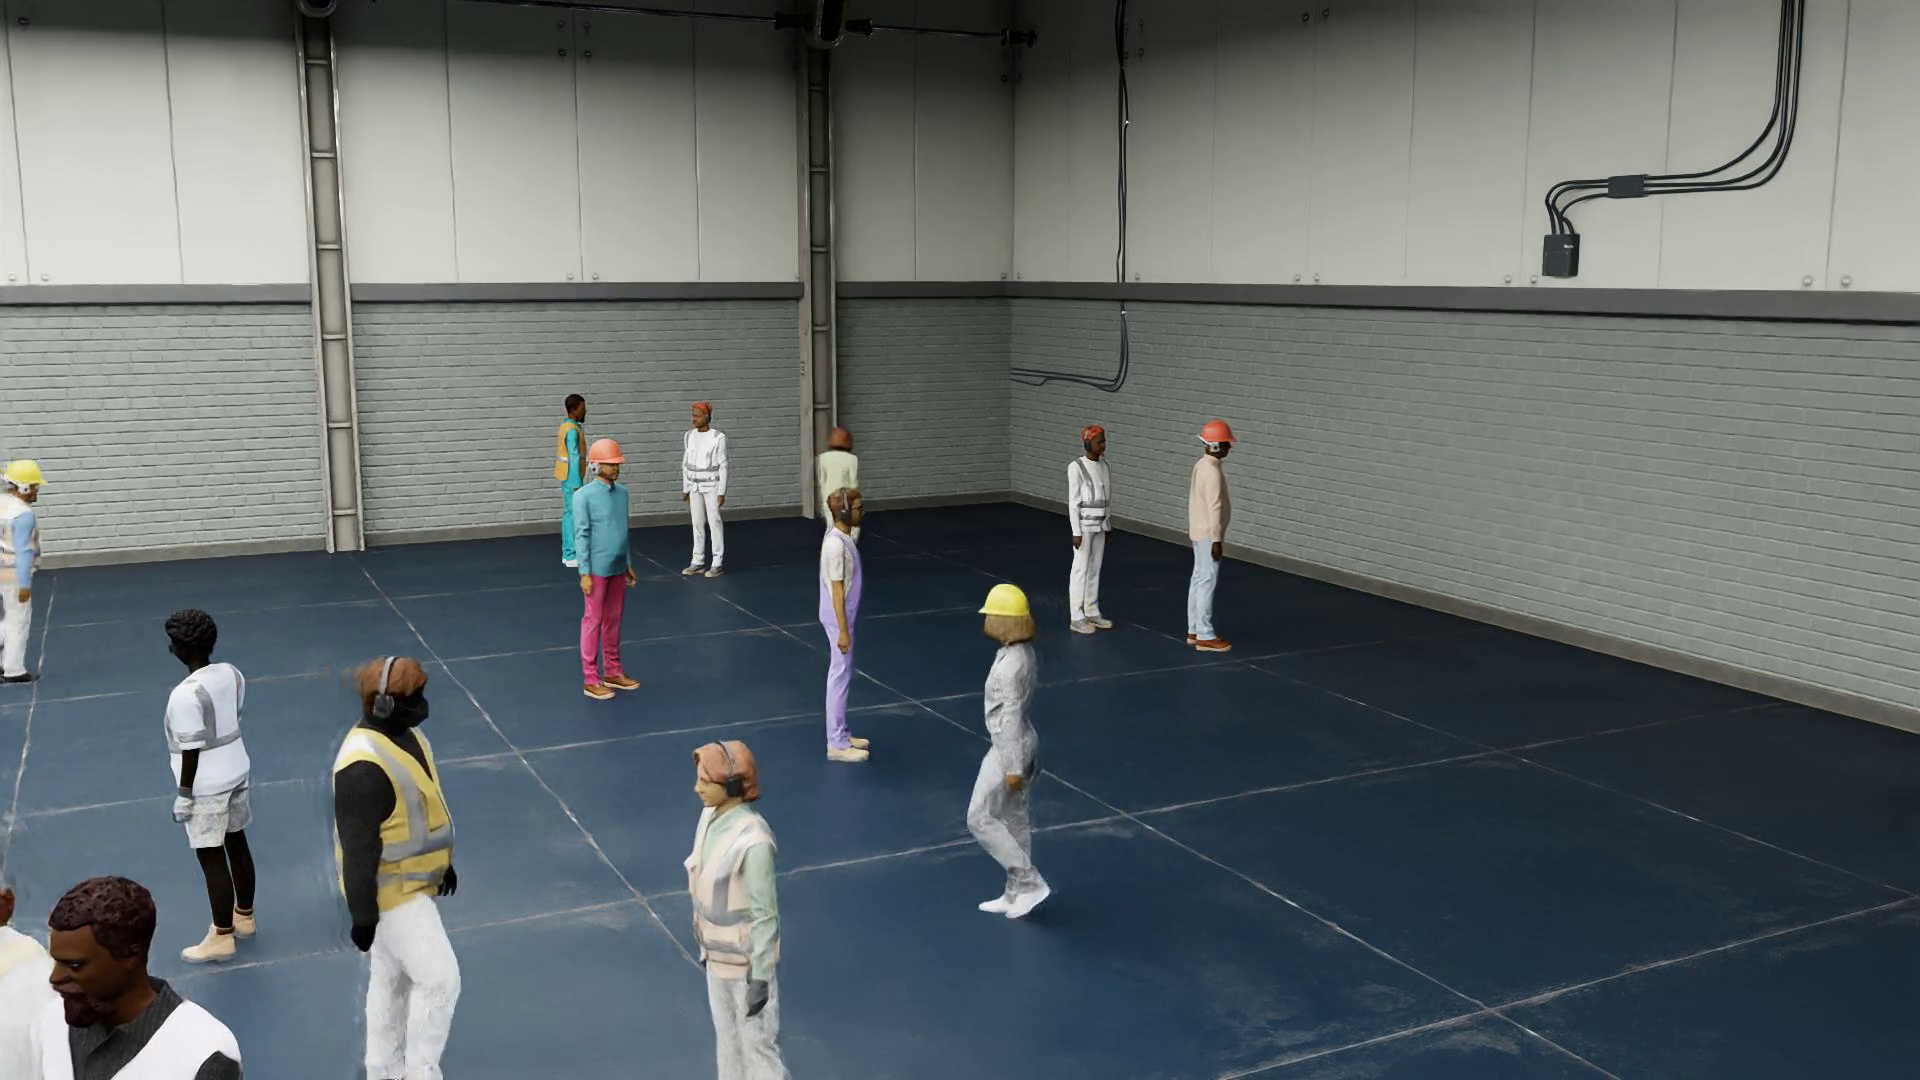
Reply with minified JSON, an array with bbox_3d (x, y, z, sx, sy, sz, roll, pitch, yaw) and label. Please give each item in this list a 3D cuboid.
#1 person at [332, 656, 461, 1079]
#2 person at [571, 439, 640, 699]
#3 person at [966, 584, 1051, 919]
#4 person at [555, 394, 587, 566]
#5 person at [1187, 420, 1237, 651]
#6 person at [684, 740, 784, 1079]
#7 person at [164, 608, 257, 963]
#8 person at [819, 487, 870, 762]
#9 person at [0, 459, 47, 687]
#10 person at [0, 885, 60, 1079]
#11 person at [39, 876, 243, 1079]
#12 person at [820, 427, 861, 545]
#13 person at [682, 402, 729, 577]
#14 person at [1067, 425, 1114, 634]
[{"bbox_3d":[-2.094,1.339,6.452,0.608,1.824,0.638,-1,9,-8],"label":"person"},{"bbox_3d":[-2.731,0.212,12.858,0.378,1.996,0.610,5,10,26],"label":"person"},{"bbox_3d":[0.224,1.071,8.390,0.362,1.731,0.488,3,10,16],"label":"person"},{"bbox_3d":[-4.312,-0.663,18.498,0.370,1.915,0.596,-3,10,-19],"label":"person"},{"bbox_3d":[2.182,-0.043,14.436,0.395,1.994,0.613,-1,9,-4],"label":"person"},{"bbox_3d":[-0.802,1.509,5.972,0.310,1.636,0.522,-6,11,-31],"label":"person"},{"bbox_3d":[-3.585,1.160,7.944,0.321,1.694,0.529,0,9,2],"label":"person"},{"bbox_3d":[-0.776,0.559,11.183,0.331,1.845,0.516,0,9,-2],"label":"person"},{"bbox_3d":[-7.462,0.263,13.152,0.614,1.801,0.531,8,12,39],"label":"person"},{"bbox_3d":[-2.498,1.597,4.188,0.744,2.000,1.031,5,10,28],"label":"person"},{"bbox_3d":[-1.908,1.700,3.929,0.597,1.917,0.375,4,10,25],"label":"person"},{"bbox_3d":[-1.274,-0.393,17.733,0.511,1.615,0.441,5,10,27],"label":"person"},{"bbox_3d":[-2.749,-0.542,17.855,0.581,1.882,0.351,5,11,30],"label":"person"},{"bbox_3d":[1.199,-0.104,15.157,0.355,1.883,0.573,7,12,38],"label":"person"}]
